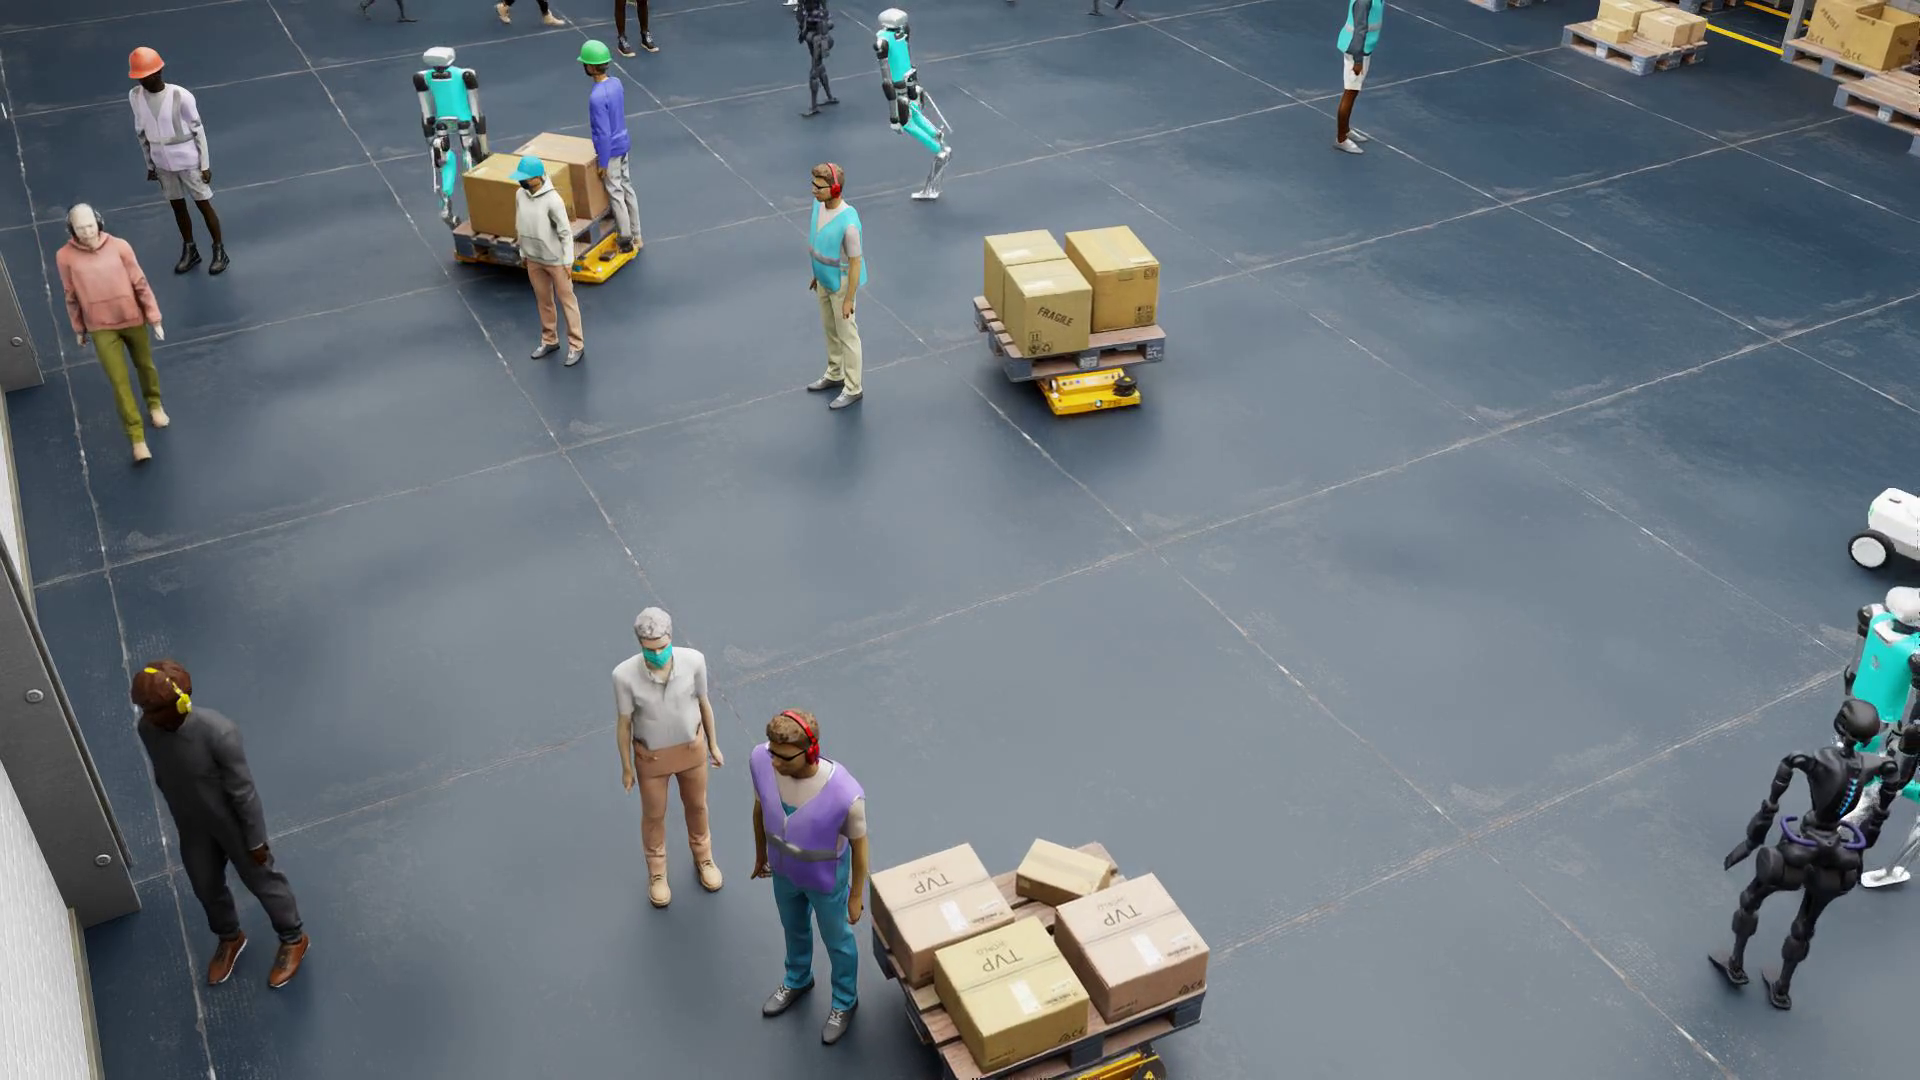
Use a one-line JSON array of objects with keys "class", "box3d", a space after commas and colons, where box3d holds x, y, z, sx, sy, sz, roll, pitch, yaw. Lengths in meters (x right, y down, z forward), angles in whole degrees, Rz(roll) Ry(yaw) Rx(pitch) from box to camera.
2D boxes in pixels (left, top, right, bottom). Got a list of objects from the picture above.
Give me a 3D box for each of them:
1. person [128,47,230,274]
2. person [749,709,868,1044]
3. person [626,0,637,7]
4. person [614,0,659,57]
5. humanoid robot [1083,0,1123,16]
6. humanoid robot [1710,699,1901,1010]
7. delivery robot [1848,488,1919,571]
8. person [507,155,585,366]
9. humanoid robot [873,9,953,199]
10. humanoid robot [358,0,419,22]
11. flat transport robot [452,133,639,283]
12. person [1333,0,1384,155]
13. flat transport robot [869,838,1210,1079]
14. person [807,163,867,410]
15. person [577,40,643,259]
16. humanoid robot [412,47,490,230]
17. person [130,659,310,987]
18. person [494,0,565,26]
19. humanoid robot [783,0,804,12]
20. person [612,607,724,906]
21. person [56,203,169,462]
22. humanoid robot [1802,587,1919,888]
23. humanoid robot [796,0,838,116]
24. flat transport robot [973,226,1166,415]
[{"class": "person", "box3d": [-6.467, -3.112, 13.708, 0.550, 1.932, 0.374, 3, 35, 4]}, {"class": "person", "box3d": [-0.650, 1.442, 7.283, 0.569, 1.843, 0.374, 19, 39, 25]}, {"class": "person", "box3d": [-4.060, -7.356, 19.835, 0.584, 1.854, 0.715, -24, 41, -30]}, {"class": "person", "box3d": [-3.644, -6.325, 18.281, 0.606, 1.959, 0.370, -21, 40, -27]}, {"class": "humanoid robot", "box3d": [1.713, -6.951, 19.419, 0.492, 1.646, 0.602, 19, 39, 25]}, {"class": "humanoid robot", "box3d": [3.805, 1.421, 7.470, 0.603, 1.639, 0.393, 3, 35, 4]}, {"class": "delivery robot", "box3d": [6.091, -0.016, 10.506, 0.499, 0.613, 0.807, -27, 43, -33]}, {"class": "person", "box3d": [-3.105, -2.095, 12.480, 0.469, 1.673, 0.376, 15, 38, 20]}, {"class": "humanoid robot", "box3d": [-0.351, -3.833, 14.918, 0.785, 1.776, 0.561, 14, 37, 19]}, {"class": "humanoid robot", "box3d": [-6.762, -6.815, 19.248, 0.690, 1.637, 0.609, -4, 35, -6]}, {"class": "flat transport robot", "box3d": [-3.562, -2.518, 14.311, 1.431, 0.231, 0.659, 11, 37, 16]}, {"class": "person", "box3d": [3.843, -4.719, 15.999, 0.431, 1.940, 0.552, 13, 37, 17]}, {"class": "flat transport robot", "box3d": [0.342, 2.131, 7.674, 0.659, 0.231, 1.431, -15, 38, -20]}, {"class": "person", "box3d": [-0.884, -1.837, 11.964, 0.390, 1.846, 0.565, -20, 40, -26]}, {"class": "person", "box3d": [-2.955, -3.273, 13.994, 0.357, 1.871, 0.469, 7, 36, 10]}, {"class": "humanoid robot", "box3d": [-4.262, -3.154, 13.966, 0.569, 1.793, 0.781, 0, 35, 1]}, {"class": "person", "box3d": [-3.346, 1.289, 7.487, 0.498, 1.866, 0.395, 6, 35, 9]}, {"class": "person", "box3d": [-5.033, -6.705, 19.063, 0.701, 1.671, 0.537, 1, 35, 1]}, {"class": "humanoid robot", "box3d": [-1.850, -7.048, 19.386, 0.735, 1.673, 0.533, -19, 39, -25]}, {"class": "person", "box3d": [-1.389, 1.020, 7.970, 0.494, 1.744, 0.301, -13, 37, -18]}, {"class": "person", "box3d": [-5.802, -1.462, 11.478, 0.561, 1.792, 0.872, -17, 39, -23]}, {"class": "humanoid robot", "box3d": [4.567, 0.990, 8.040, 0.889, 1.777, 0.568, -4, 35, -5]}, {"class": "humanoid robot", "box3d": [-1.472, -5.170, 16.887, 0.553, 1.641, 0.604, -23, 41, -29]}, {"class": "flat transport robot", "box3d": [0.822, -1.413, 12.733, 0.659, 0.231, 1.431, -9, 36, -13]}]
